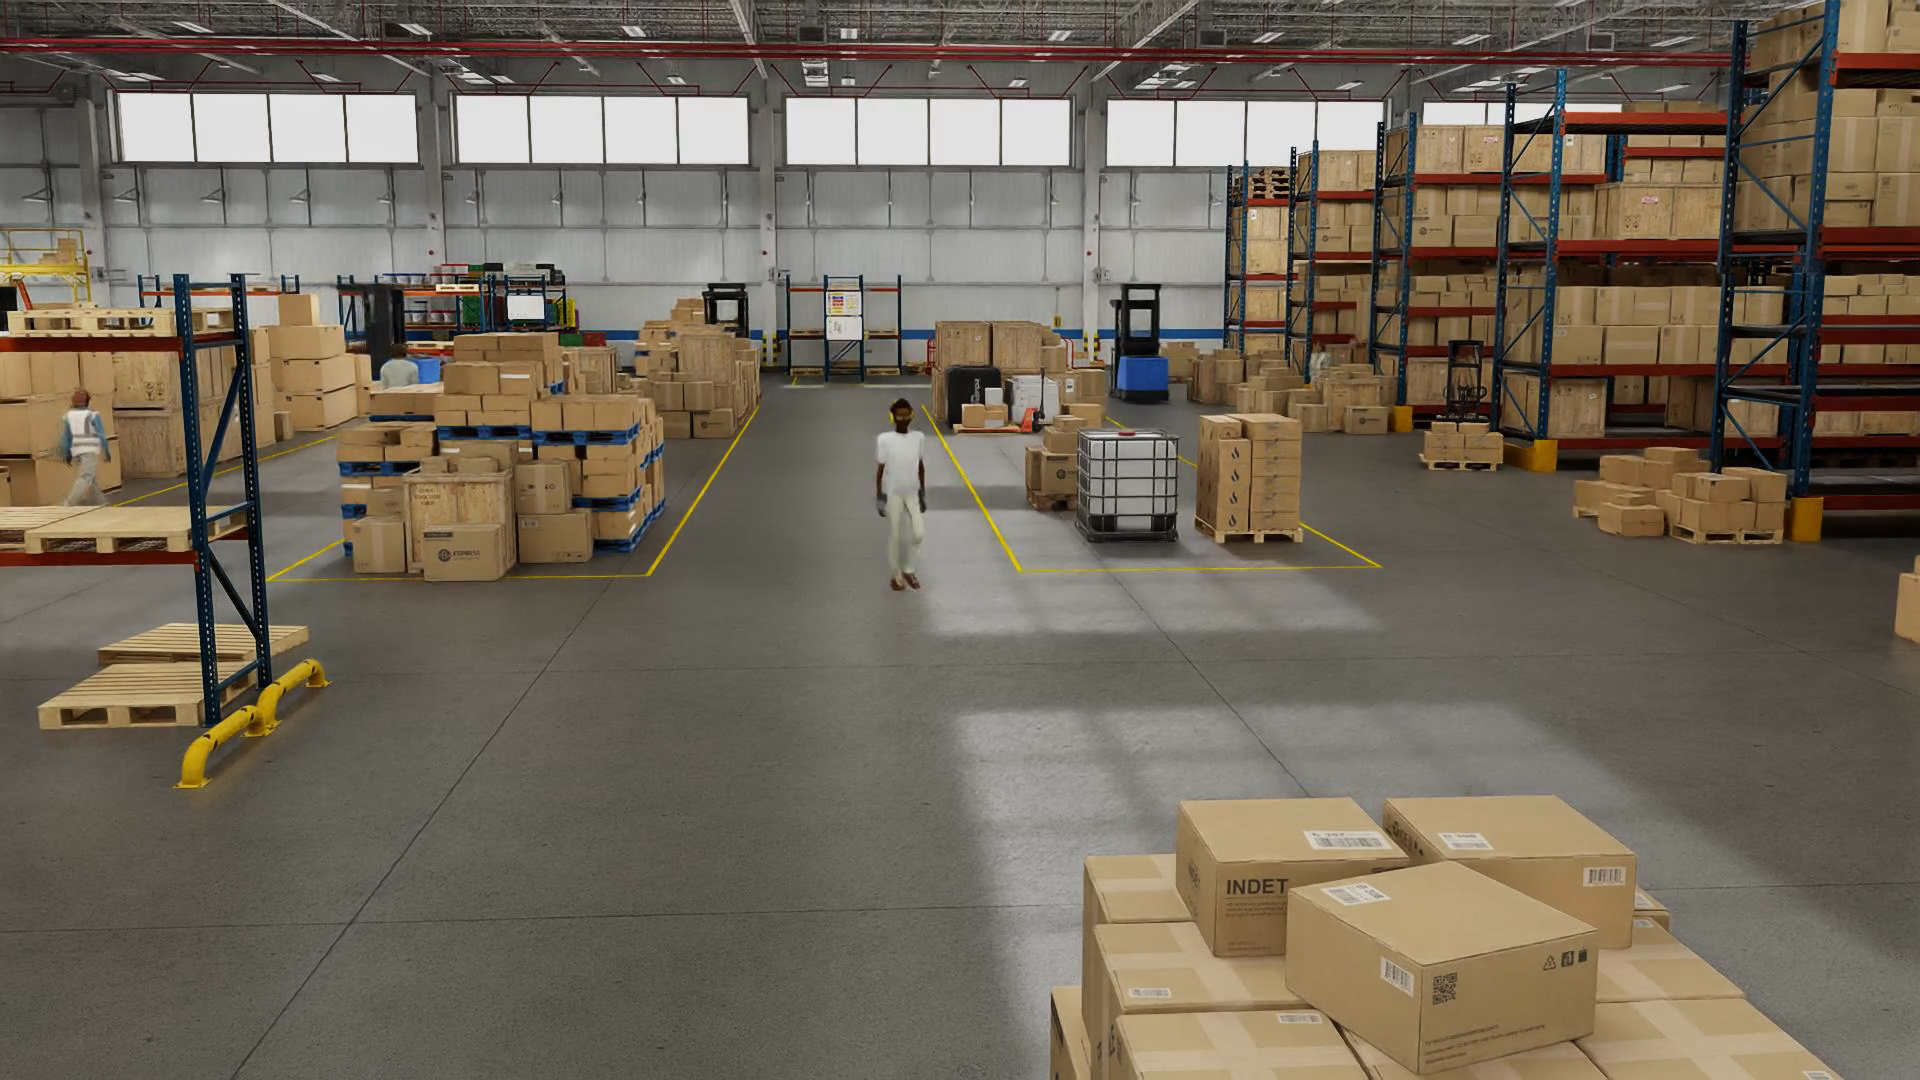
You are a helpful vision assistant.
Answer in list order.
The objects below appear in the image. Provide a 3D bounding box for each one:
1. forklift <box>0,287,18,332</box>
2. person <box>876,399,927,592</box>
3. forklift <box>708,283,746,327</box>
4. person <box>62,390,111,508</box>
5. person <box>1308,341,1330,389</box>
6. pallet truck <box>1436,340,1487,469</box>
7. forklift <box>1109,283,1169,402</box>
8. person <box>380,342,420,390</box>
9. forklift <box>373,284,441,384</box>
[{"bbox_3d":[-16.256,-2.887,28.158,1.873,2.768,1.129,-1,9,-4],"label":"forklift"},{"bbox_3d":[-0.543,-0.419,15.855,0.554,1.858,0.521,-4,10,-23],"label":"person"},{"bbox_3d":[-5.818,-5.043,41.696,1.129,2.768,1.873,-1,9,-4],"label":"forklift"},{"bbox_3d":[-10.973,-1.071,20.781,0.565,1.598,0.815,2,9,12],"label":"person"},{"bbox_3d":[7.712,-3.457,35.642,0.458,1.623,0.532,-9,12,-43],"label":"person"},{"bbox_3d":[8.004,-2.170,26.422,0.823,1.965,1.885,2,9,14],"label":"pallet truck"},{"bbox_3d":[4.319,-4.758,39.906,1.129,2.768,1.873,-1,9,-6],"label":"forklift"},{"bbox_3d":[-9.196,-2.280,27.329,0.642,1.927,0.643,1,9,8],"label":"person"},{"bbox_3d":[-13.140,-4.539,38.528,1.873,2.768,1.129,1,9,9],"label":"forklift"}]
